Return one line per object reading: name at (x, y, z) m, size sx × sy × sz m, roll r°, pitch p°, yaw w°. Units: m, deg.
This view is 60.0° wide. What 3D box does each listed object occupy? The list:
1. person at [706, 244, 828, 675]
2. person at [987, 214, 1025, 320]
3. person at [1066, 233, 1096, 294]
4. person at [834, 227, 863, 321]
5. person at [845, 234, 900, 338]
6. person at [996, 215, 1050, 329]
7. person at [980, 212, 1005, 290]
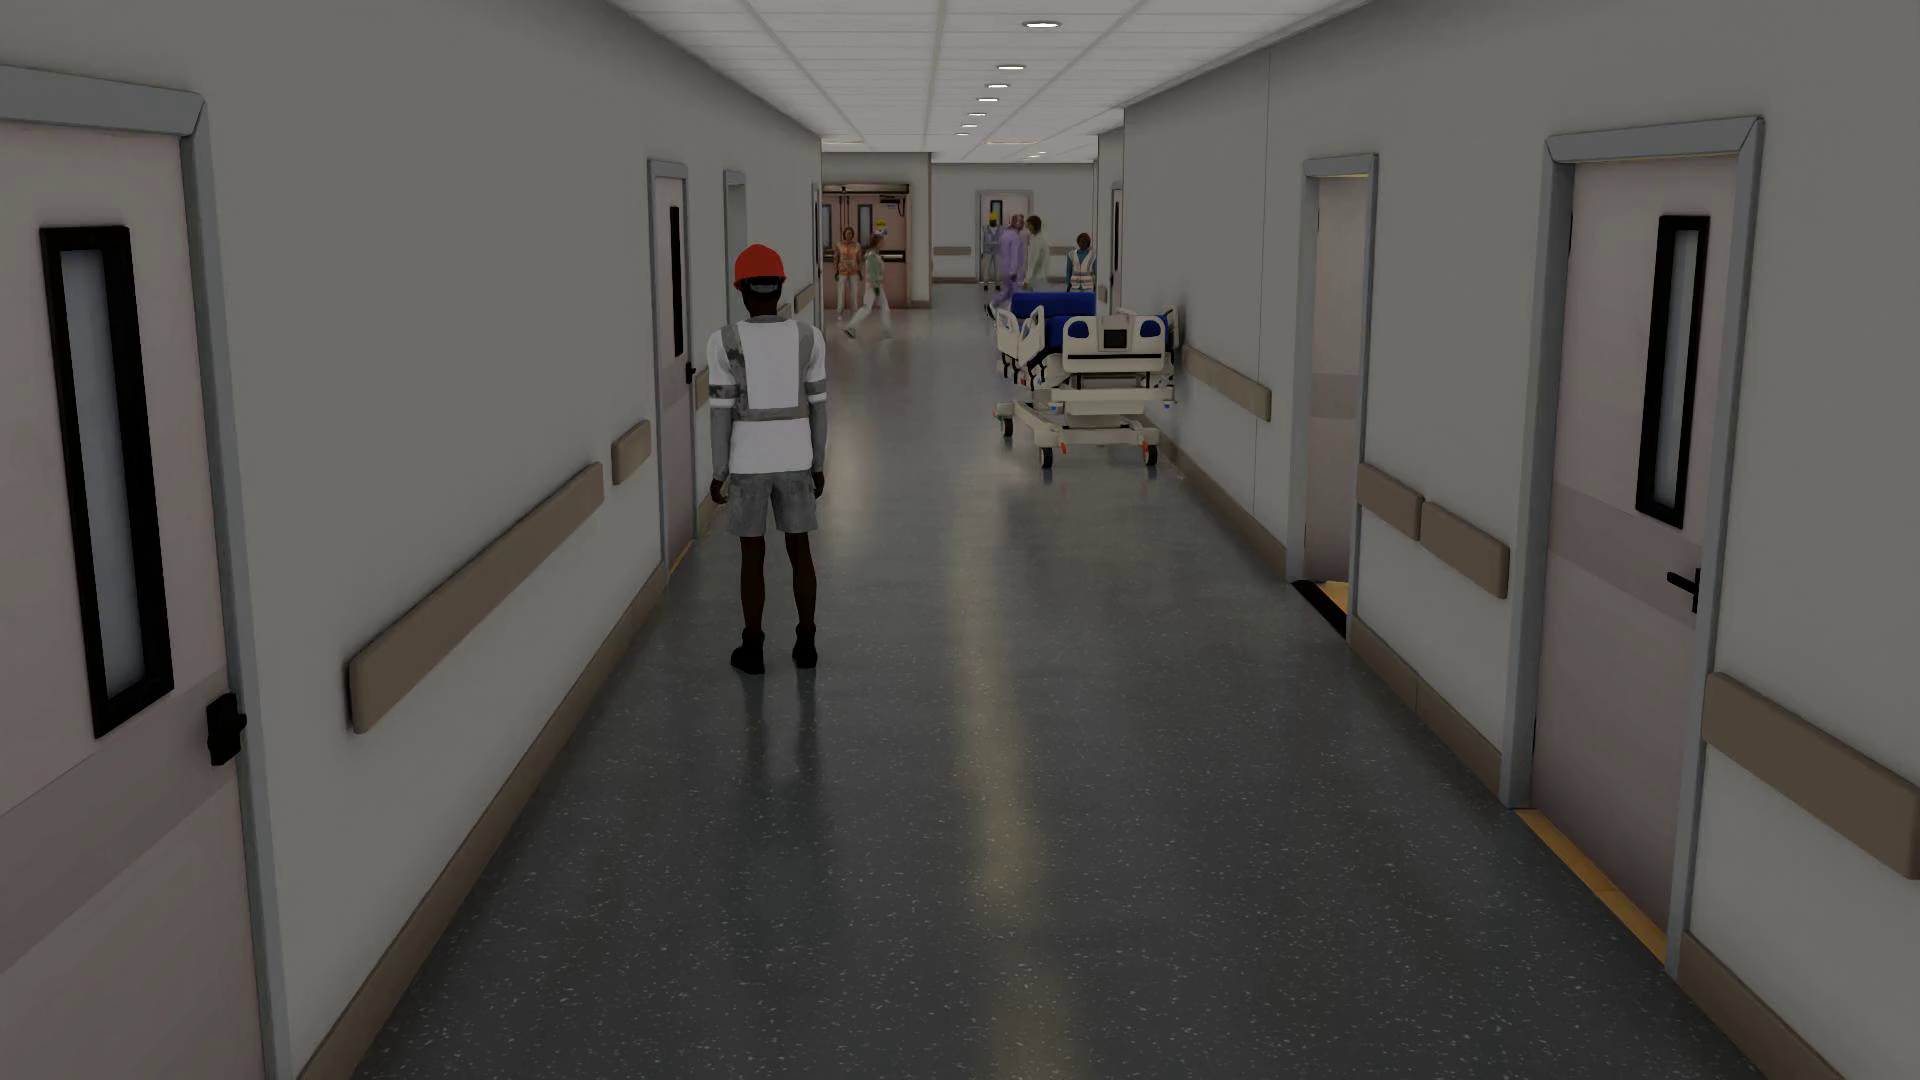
person at (-0.870, -0.355, 7.505) m, size 0.543 × 1.930 × 0.372 m, roll -4°, pitch 12°, yaw -19°
person at (0.852, -4.651, 28.544) m, size 0.628 × 1.881 × 0.648 m, roll -4°, pitch 12°, yaw -17°
person at (1.828, -3.726, 24.661) m, size 0.516 × 1.634 × 0.311 m, roll 5°, pitch 12°, yaw 21°
person at (-1.971, -4.690, 29.322) m, size 0.514 × 1.644 × 0.310 m, roll -2°, pitch 12°, yaw -12°
person at (-1.371, -3.877, 25.481) m, size 0.814 × 1.608 × 0.518 m, roll 2°, pitch 12°, yaw 9°
person at (1.070, -3.909, 24.928) m, size 1.057 × 1.874 × 0.638 m, roll 2°, pitch 12°, yaw 7°
person at (0.775, -6.754, 38.919) m, size 0.594 × 1.828 × 0.403 m, roll -1°, pitch 12°, yaw -4°
